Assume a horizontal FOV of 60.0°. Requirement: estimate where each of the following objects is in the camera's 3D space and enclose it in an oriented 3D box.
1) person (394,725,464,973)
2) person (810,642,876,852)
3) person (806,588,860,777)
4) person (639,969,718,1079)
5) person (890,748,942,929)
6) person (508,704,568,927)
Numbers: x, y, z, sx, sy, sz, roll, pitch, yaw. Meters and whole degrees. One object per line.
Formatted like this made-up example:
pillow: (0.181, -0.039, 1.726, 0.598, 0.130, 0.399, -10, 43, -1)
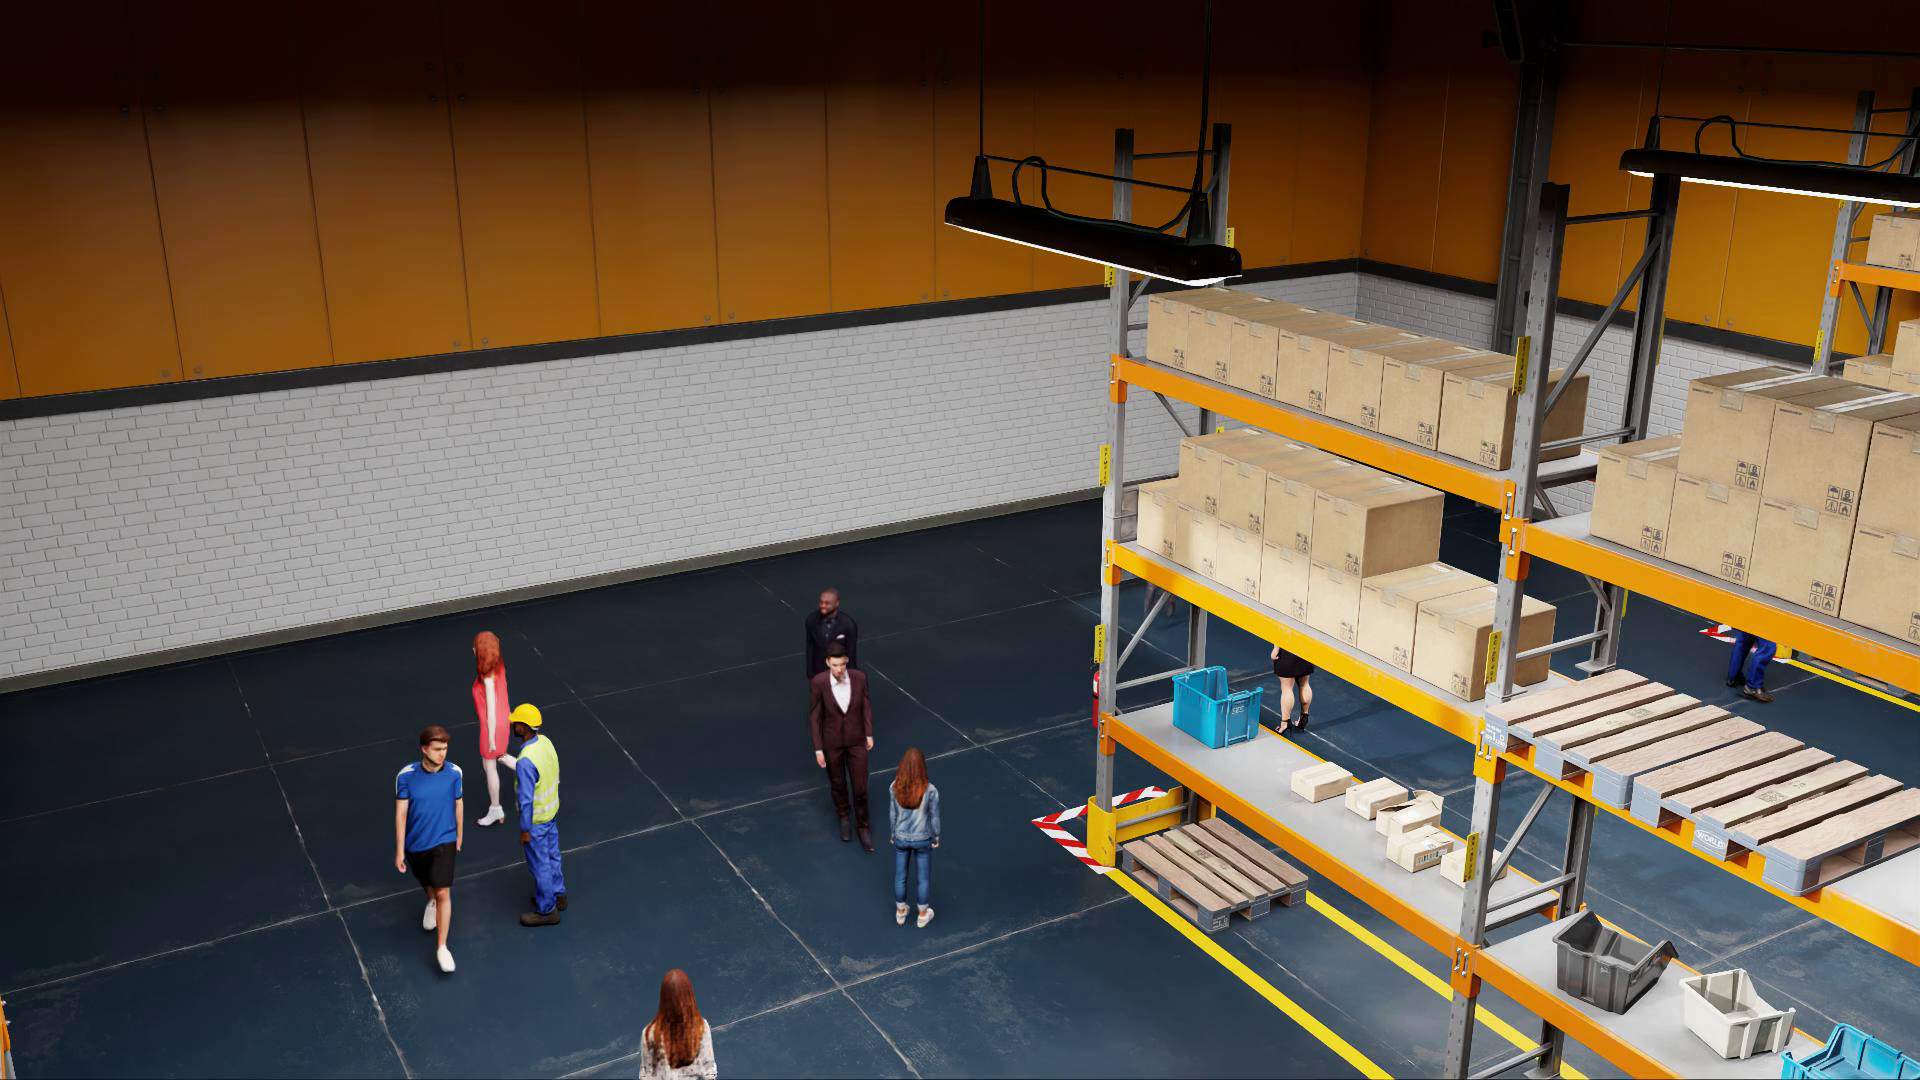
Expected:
person: (-4.005, 2.237, 12.560, 0.916, 1.809, 1.341, -5, 19, -14)
person: (-1.007, 1.680, 14.169, 0.867, 1.839, 0.951, -3, 19, -9)
person: (-1.145, 1.276, 15.417, 0.895, 1.807, 0.955, 6, 20, 18)
person: (-1.611, 3.289, 9.574, 0.676, 1.721, 0.688, -5, 19, -13)
person: (-0.371, 2.303, 12.888, 0.621, 1.475, 0.667, 3, 19, 10)
person: (-3.277, 2.116, 12.913, 0.811, 1.814, 0.709, 2, 19, 5)
